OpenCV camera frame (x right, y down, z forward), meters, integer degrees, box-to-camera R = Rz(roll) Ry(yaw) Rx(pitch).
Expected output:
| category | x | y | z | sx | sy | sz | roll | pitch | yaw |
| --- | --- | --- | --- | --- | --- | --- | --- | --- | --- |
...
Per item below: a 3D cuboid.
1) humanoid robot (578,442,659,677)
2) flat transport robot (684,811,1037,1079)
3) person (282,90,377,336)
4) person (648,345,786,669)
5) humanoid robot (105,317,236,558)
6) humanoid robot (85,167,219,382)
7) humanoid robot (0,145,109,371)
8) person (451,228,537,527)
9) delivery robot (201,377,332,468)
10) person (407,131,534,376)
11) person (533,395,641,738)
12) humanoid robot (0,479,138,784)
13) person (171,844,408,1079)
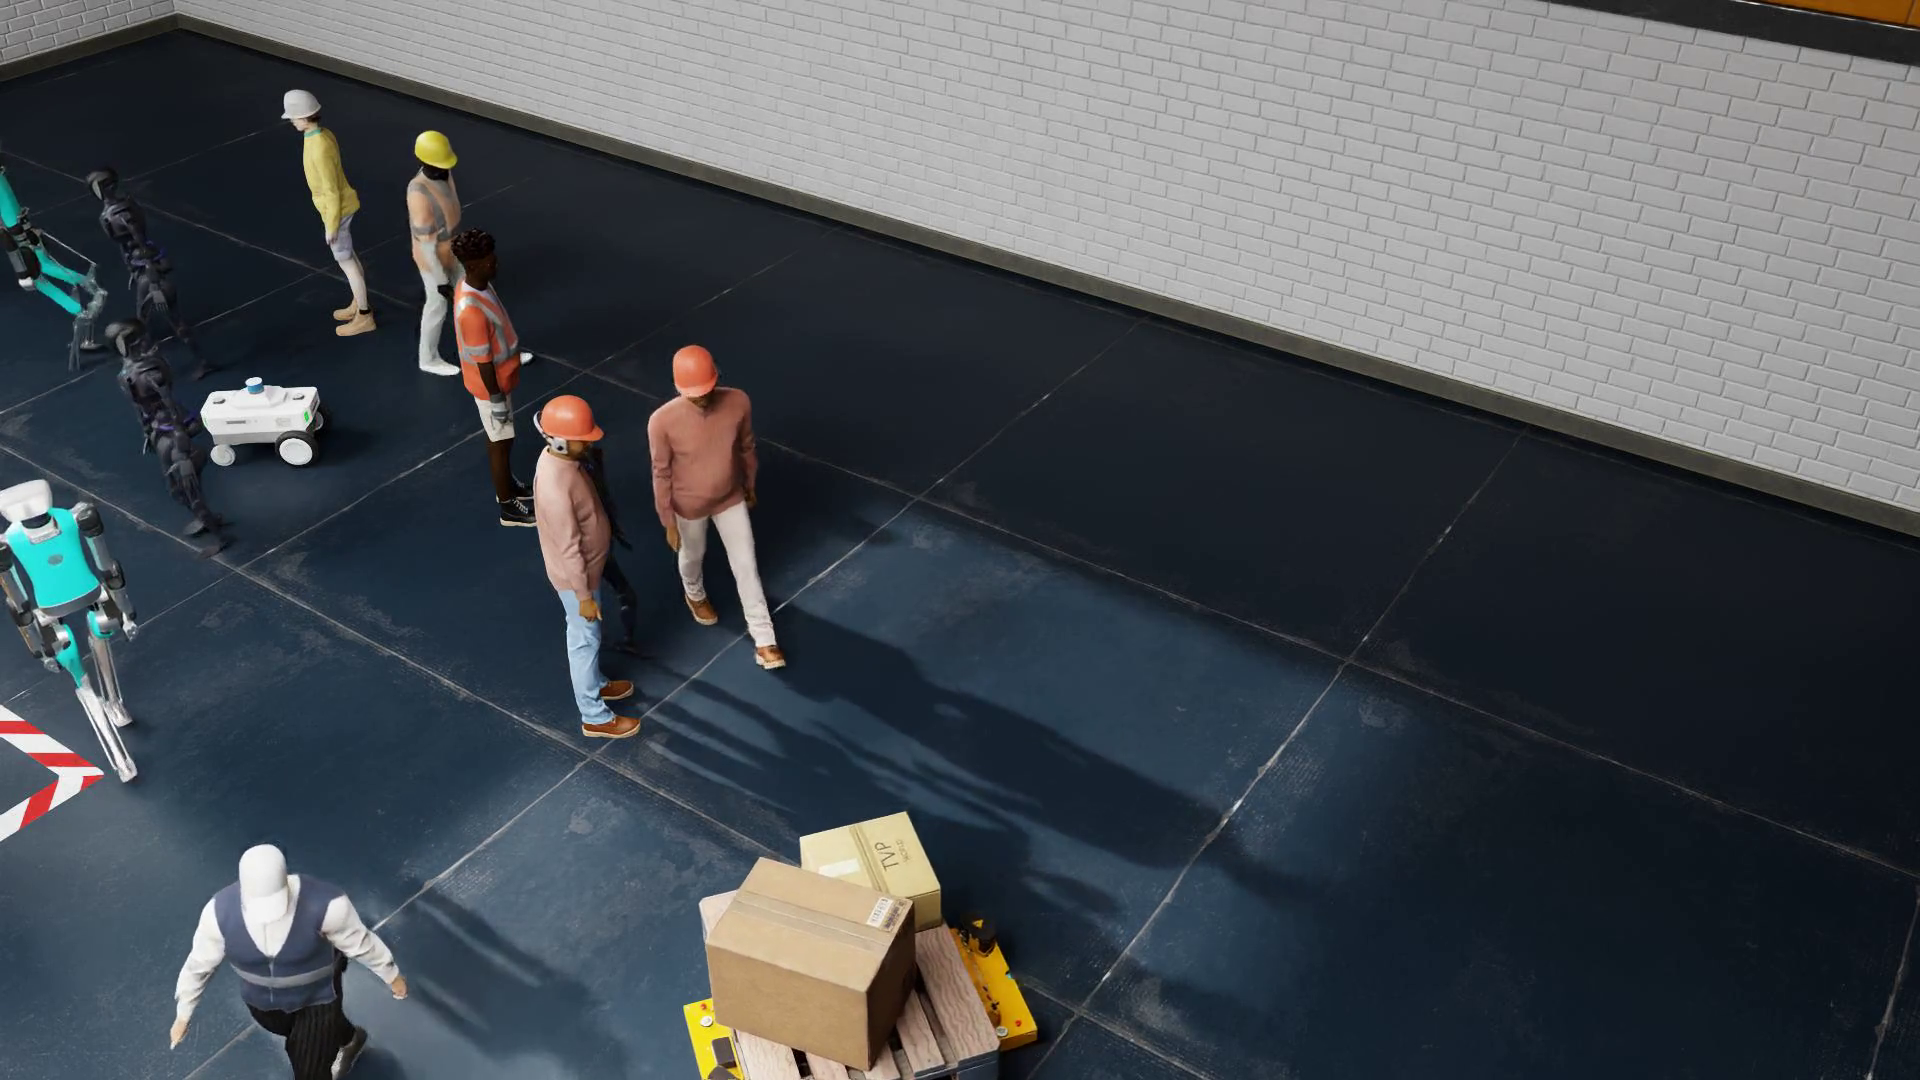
| category | x | y | z | sx | sy | sz | roll | pitch | yaw |
| --- | --- | --- | --- | --- | --- | --- | --- | --- | --- |
| humanoid robot | -1.990 | 0.049 | 8.966 | 0.429 | 1.646 | 0.589 | 8 | 36 | 11 |
| flat transport robot | -0.442 | 2.085 | 7.284 | 1.431 | 0.231 | 0.659 | -11 | 37 | -16 |
| person | -4.643 | -2.424 | 12.322 | 0.397 | 1.884 | 0.474 | -10 | 36 | -14 |
| person | -1.360 | -0.199 | 9.103 | 0.629 | 1.933 | 1.016 | -17 | 38 | -22 |
| humanoid robot | -4.683 | -0.617 | 9.929 | 0.586 | 1.642 | 0.400 | 27 | 43 | 33 |
| humanoid robot | -5.726 | -1.849 | 11.691 | 0.556 | 1.640 | 0.608 | -27 | 43 | -33 |
| humanoid robot | -6.479 | -2.018 | 11.874 | 0.702 | 1.801 | 0.534 | -10 | 36 | -13 |
| person | -2.852 | -0.993 | 10.205 | 0.367 | 1.965 | 0.606 | -9 | 36 | -12 |
| delivery robot | -4.648 | -0.801 | 11.176 | 0.811 | 0.613 | 0.499 | -3 | 35 | -5 |
| person | -3.568 | -2.002 | 11.724 | 0.872 | 1.866 | 0.664 | 3 | 35 | 4 |
| person | -1.940 | 0.140 | 8.569 | 0.390 | 1.984 | 0.610 | -8 | 36 | -11 |
| humanoid robot | -4.505 | 0.387 | 8.437 | 0.550 | 1.759 | 0.948 | -25 | 42 | -31 |
| person | -2.613 | 1.763 | 6.499 | 0.809 | 1.699 | 0.897 | -1 | 35 | -1 |
